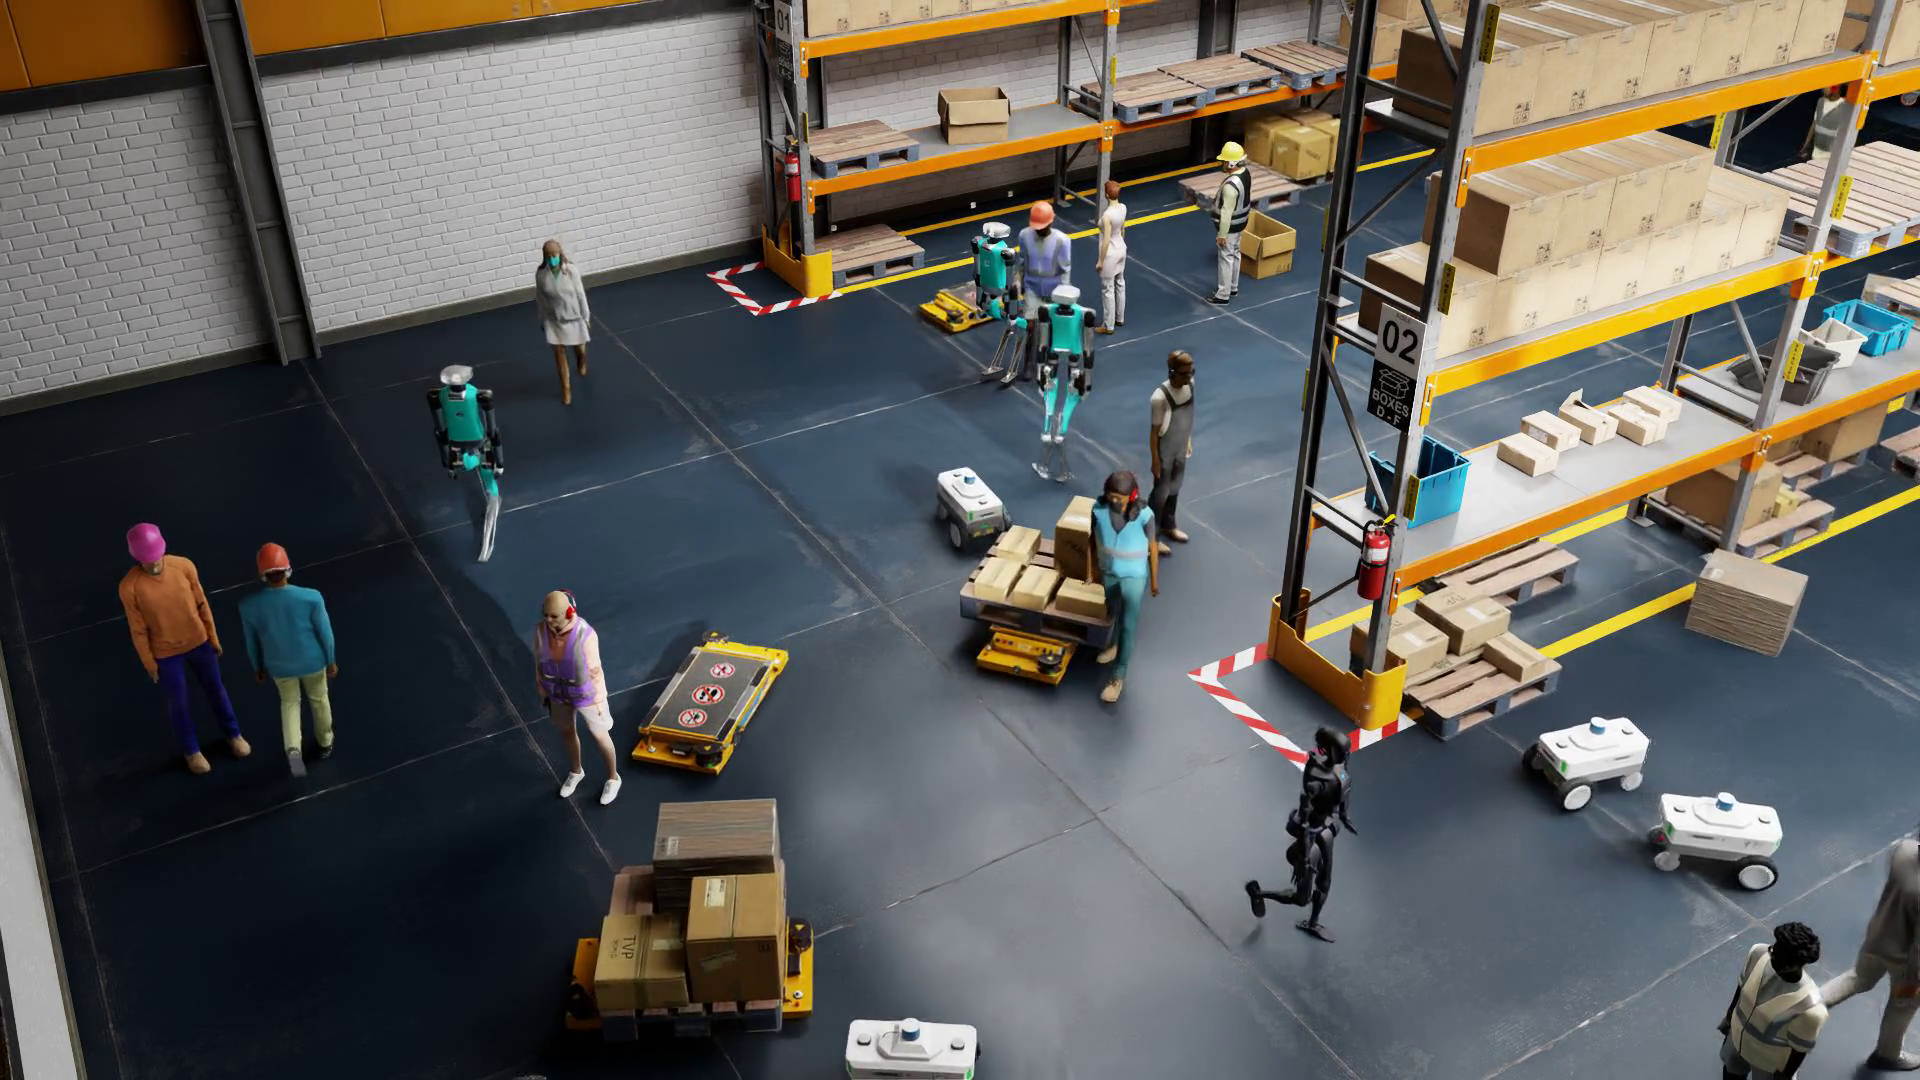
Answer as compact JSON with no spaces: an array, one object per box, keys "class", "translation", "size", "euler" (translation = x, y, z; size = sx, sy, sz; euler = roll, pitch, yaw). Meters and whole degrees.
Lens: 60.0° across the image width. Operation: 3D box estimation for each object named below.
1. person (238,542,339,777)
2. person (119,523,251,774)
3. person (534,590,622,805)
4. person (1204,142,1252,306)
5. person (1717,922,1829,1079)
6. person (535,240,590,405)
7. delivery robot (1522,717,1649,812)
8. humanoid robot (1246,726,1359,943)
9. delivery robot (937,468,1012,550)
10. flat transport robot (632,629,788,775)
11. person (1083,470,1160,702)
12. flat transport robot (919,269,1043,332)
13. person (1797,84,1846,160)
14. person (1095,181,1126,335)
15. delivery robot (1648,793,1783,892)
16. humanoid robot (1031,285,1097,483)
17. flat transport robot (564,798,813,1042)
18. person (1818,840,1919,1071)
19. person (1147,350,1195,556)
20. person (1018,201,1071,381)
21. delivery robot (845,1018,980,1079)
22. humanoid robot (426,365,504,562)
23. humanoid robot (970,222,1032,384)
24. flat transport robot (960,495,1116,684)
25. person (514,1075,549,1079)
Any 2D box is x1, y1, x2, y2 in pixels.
[{"class":"person","translation":[-4.552,0.841,11.363],"size":[0.580,1.724,0.595],"euler":[-7,33,-12]},{"class":"person","translation":[-5.321,0.722,11.334],"size":[0.517,1.975,0.403],"euler":[-25,40,-34]},{"class":"person","translation":[-2.572,1.037,11.097],"size":[0.486,1.685,0.355],"euler":[8,33,12]},{"class":"person","translation":[2.929,-3.442,18.114],"size":[0.403,1.825,0.589],"euler":[14,35,21]},{"class":"person","translation":[4.132,2.613,8.575],"size":[0.320,1.693,0.532],"euler":[-8,33,-13]},{"class":"person","translation":[-3.867,-2.172,16.247],"size":[0.504,1.638,0.559],"euler":[-4,32,-7]},{"class":"delivery robot","translation":[4.340,1.480,11.441],"size":[0.756,0.580,0.499],"euler":[-9,33,-14]},{"class":"humanoid robot","translation":[2.098,1.722,10.019],"size":[0.526,1.644,0.602],"euler":[23,39,32]},{"class":"delivery robot","translation":[0.084,-0.314,14.308],"size":[0.499,0.587,0.777],"euler":[-14,35,-21]},{"class":"flat transport robot","translation":[-1.816,1.172,12.215],"size":[0.659,0.231,1.431],"euler":[8,33,13]},{"class":"person","translation":[1.154,0.284,12.184],"size":[0.573,1.820,0.815],"euler":[16,35,23]},{"class":"flat transport robot","translation":[0.323,-2.647,18.305],"size":[1.431,0.231,0.659],"euler":[-21,38,-29]},{"class":"person","translation":[10.504,-4.735,20.187],"size":[0.432,1.805,0.591],"euler":[-4,32,-7]},{"class":"person","translation":[1.590,-2.979,17.525],"size":[0.269,1.657,0.461],"euler":[20,37,29]},{"class":"delivery robot","translation":[4.916,1.892,10.777],"size":[0.747,0.572,0.499],"euler":[6,33,10]},{"class":"humanoid robot","translation":[0.875,-1.334,14.819],"size":[0.536,1.757,0.780],"euler":[11,34,16]},{"class":"flat transport robot","translation":[-1.603,2.587,9.957],"size":[1.431,0.231,0.659],"euler":[-2,32,-3]},{"class":"person","translation":[5.089,2.196,9.064],"size":[0.762,1.877,0.539],"euler":[-3,32,-4]},{"class":"person","translation":[1.746,-0.747,13.803],"size":[0.345,1.839,0.514],"euler":[26,40,35]},{"class":"person","translation":[0.826,-2.489,16.526],"size":[0.552,1.908,0.514],"euler":[8,33,12]},{"class":"delivery robot","translation":[-0.244,2.895,9.207],"size":[0.794,0.606,0.499],"euler":[2,32,3]},{"class":"humanoid robot","translation":[-4.033,-0.778,13.994],"size":[0.530,1.774,1.018],"euler":[0,32,0]},{"class":"humanoid robot","translation":[0.486,-2.385,16.379],"size":[0.533,1.677,0.735],"euler":[27,41,36]},{"class":"flat transport robot","translation":[0.692,0.609,13.113],"size":[0.659,0.231,1.431],"euler":[12,34,18]},{"class":"person","translation":[-1.869,3.179,7.697],"size":[0.685,1.660,0.446],"euler":[28,41,37]}]
